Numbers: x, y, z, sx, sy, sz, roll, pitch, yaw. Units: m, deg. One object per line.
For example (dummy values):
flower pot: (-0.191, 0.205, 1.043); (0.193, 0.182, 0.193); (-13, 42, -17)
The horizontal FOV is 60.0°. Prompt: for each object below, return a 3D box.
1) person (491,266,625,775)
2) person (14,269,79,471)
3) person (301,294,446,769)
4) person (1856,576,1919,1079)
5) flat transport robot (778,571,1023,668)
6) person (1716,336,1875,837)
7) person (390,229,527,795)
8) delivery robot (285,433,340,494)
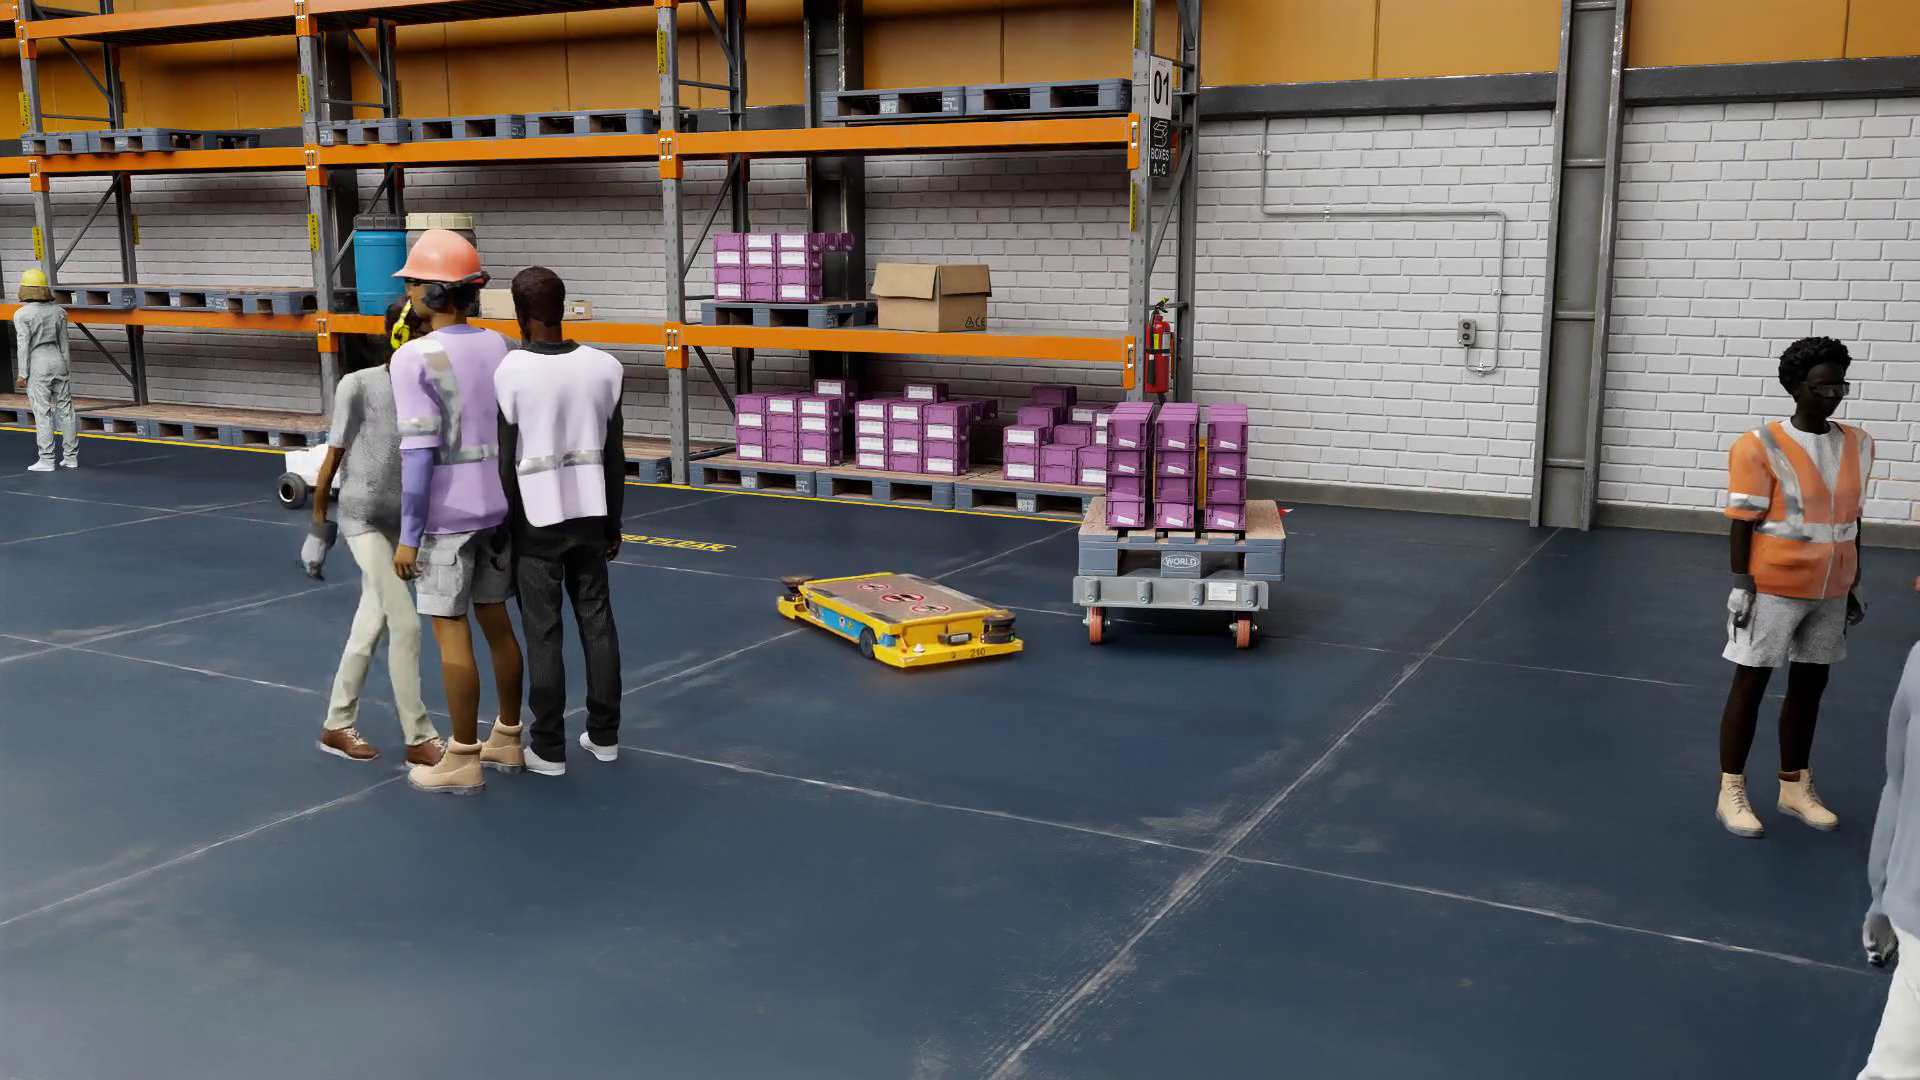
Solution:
person: (-1.520, -0.064, 6.274); (0.589, 1.914, 0.392); (-10, 14, -43)
person: (-7.967, -1.472, 14.456); (0.295, 1.744, 0.484); (5, 11, 25)
person: (-2.151, -0.023, 6.332); (0.856, 1.805, 0.527); (4, 11, 23)
person: (1.807, 0.702, 2.959); (0.825, 1.592, 0.506); (3, 11, 16)
flat transport robot: (-0.334, 0.369, 8.403); (0.652, 0.197, 1.431); (-6, 12, -29)
person: (2.829, 0.161, 5.632); (0.540, 1.696, 0.315); (-2, 11, -12)
person: (-1.835, -0.093, 6.073); (0.359, 2.044, 0.614); (5, 11, 24)
delivery robot: (-4.676, -0.555, 12.432); (0.707, 0.478, 0.477); (4, 11, 22)
